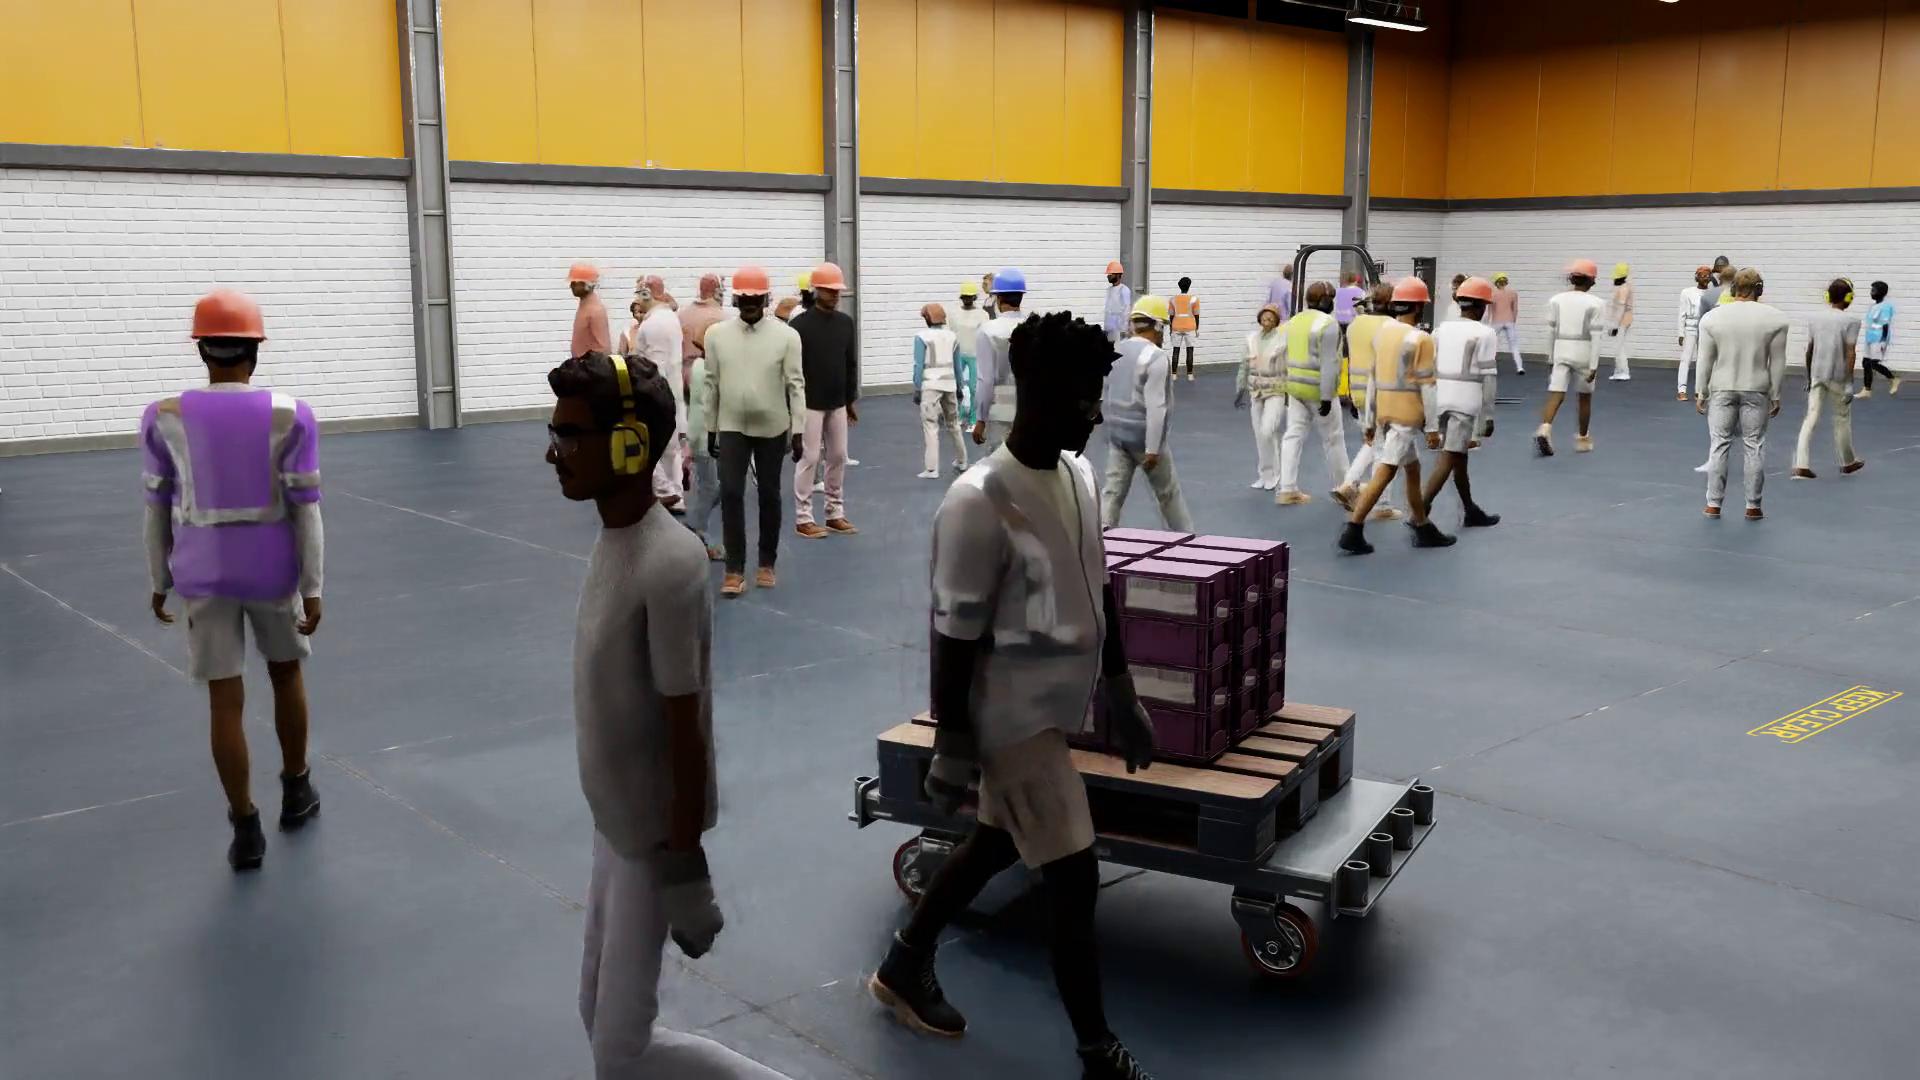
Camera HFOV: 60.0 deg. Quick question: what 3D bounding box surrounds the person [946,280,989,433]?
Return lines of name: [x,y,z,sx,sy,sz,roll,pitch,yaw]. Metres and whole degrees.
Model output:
person: [0.084,-2.073,18.931,0.543,1.739,0.574,4,10,21]

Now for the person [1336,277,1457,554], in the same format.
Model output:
person: [2.987,-0.843,11.337,1.011,1.885,0.556,-4,10,-21]

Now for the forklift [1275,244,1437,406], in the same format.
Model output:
forklift: [5.256,-2.933,22.661,2.313,2.155,1.214,3,10,16]

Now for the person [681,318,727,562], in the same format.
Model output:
person: [-1.652,-0.654,10.976,0.380,1.617,0.539,1,10,5]

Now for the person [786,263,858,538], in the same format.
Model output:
person: [-0.964,-0.987,11.945,0.446,1.976,0.618,9,13,42]

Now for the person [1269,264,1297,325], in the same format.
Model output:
person: [5.299,-3.604,27.510,0.369,1.896,0.753,-4,11,-23]

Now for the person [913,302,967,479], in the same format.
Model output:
person: [-0.155,-1.384,15.315,0.659,1.615,0.422,-8,13,-39]

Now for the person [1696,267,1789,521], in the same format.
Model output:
person: [5.978,-1.114,12.774,0.629,1.934,0.376,5,11,25]

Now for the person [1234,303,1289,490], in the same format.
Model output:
person: [2.635,-1.233,14.379,0.452,1.619,0.537,-9,13,-41]

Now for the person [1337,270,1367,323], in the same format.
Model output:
person: [6.161,-3.299,25.948,0.878,1.801,0.561,-8,13,-40]

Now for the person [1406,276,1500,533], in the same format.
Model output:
person: [3.613,-0.972,12.149,0.995,1.886,0.563,-5,11,-29]

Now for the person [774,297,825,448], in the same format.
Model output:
person: [-1.866,-1.751,17.491,0.824,1.599,0.515,-1,10,-6]

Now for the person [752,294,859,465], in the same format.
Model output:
person: [-1.523,-1.618,15.961,1.016,1.864,0.604,1,10,4]

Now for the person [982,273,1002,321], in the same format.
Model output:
person: [0.471,-2.630,22.061,0.958,1.805,0.535,-6,12,-33]

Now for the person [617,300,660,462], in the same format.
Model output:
person: [-3.042,-1.484,15.868,0.549,1.602,0.780,3,10,15]

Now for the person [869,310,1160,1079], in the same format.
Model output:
person: [0.131,0.398,4.042,0.991,1.913,0.588,5,11,25]

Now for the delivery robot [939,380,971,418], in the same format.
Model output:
delivery robot: [0.027,-1.656,19.702,0.707,0.478,0.477,0,10,2]

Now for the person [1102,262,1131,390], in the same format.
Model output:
person: [2.311,-3.191,24.923,0.356,1.937,0.552,-5,11,-28]

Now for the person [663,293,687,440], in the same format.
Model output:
person: [-3.189,-1.903,18.343,0.311,1.615,0.493,-1,10,-7]

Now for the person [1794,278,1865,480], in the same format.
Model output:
person: [7.949,-1.461,15.152,0.965,1.811,0.548,-6,12,-33]

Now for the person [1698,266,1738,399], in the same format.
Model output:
person: [10.114,-2.672,22.021,0.658,1.885,1.001,6,11,30]

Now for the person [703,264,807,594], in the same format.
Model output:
person: [-1.242,-0.650,9.935,0.642,1.965,0.819,0,10,1]

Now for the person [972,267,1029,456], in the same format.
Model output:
person: [0.341,-0.838,11.116,0.615,1.945,0.404,-7,12,-34]

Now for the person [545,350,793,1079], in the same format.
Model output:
person: [-0.561,0.555,3.239,0.611,1.855,0.522,-4,10,-20]

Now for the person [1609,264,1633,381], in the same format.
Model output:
person: [10.709,-3.510,26.961,0.378,1.885,0.692,4,11,24]

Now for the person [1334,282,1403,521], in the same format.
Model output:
person: [3.199,-1.048,12.708,0.446,1.826,0.653,-5,11,-25]

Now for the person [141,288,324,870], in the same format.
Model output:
person: [-2.463,0.108,5.677,0.566,1.907,0.799,-4,10,-21]

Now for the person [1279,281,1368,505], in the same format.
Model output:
person: [2.981,-1.190,13.553,0.899,1.808,0.639,-5,11,-26]

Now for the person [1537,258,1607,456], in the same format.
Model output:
person: [6.222,-1.855,16.921,0.611,2.015,0.971,8,13,40]

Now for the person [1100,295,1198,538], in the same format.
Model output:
person: [1.232,-0.663,10.608,0.935,1.774,0.583,-6,11,-31]

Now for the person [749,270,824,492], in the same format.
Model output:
person: [-1.410,-1.328,14.110,0.682,1.912,0.598,0,10,1]

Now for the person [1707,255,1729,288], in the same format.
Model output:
person: [13.151,-3.915,28.861,0.688,2.000,0.536,5,11,28]

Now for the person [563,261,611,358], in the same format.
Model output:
person: [-3.329,-1.530,15.069,0.483,1.979,0.642,-4,11,-25]

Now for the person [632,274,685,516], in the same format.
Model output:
person: [-2.351,-1.103,12.883,0.472,1.882,0.652,1,10,5]

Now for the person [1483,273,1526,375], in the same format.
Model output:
person: [9.254,-3.652,28.216,0.740,1.736,0.523,1,10,9]

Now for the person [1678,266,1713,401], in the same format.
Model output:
person: [10.333,-2.880,23.263,0.574,1.883,0.360,0,10,2]

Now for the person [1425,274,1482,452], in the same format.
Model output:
person: [5.076,-1.823,17.207,0.837,1.831,0.541,-3,10,-17]

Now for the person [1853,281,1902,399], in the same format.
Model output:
person: [12.970,-2.812,23.443,0.521,1.677,0.540,0,10,2]

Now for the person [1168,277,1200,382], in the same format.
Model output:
person: [3.616,-3.397,26.862,0.529,1.690,0.321,4,10,22]

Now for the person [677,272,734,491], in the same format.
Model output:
person: [-2.113,-1.284,13.895,0.653,1.887,0.549,6,12,33]

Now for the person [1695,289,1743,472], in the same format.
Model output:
person: [7.285,-1.497,15.643,0.662,1.725,0.491,-1,10,-8]
